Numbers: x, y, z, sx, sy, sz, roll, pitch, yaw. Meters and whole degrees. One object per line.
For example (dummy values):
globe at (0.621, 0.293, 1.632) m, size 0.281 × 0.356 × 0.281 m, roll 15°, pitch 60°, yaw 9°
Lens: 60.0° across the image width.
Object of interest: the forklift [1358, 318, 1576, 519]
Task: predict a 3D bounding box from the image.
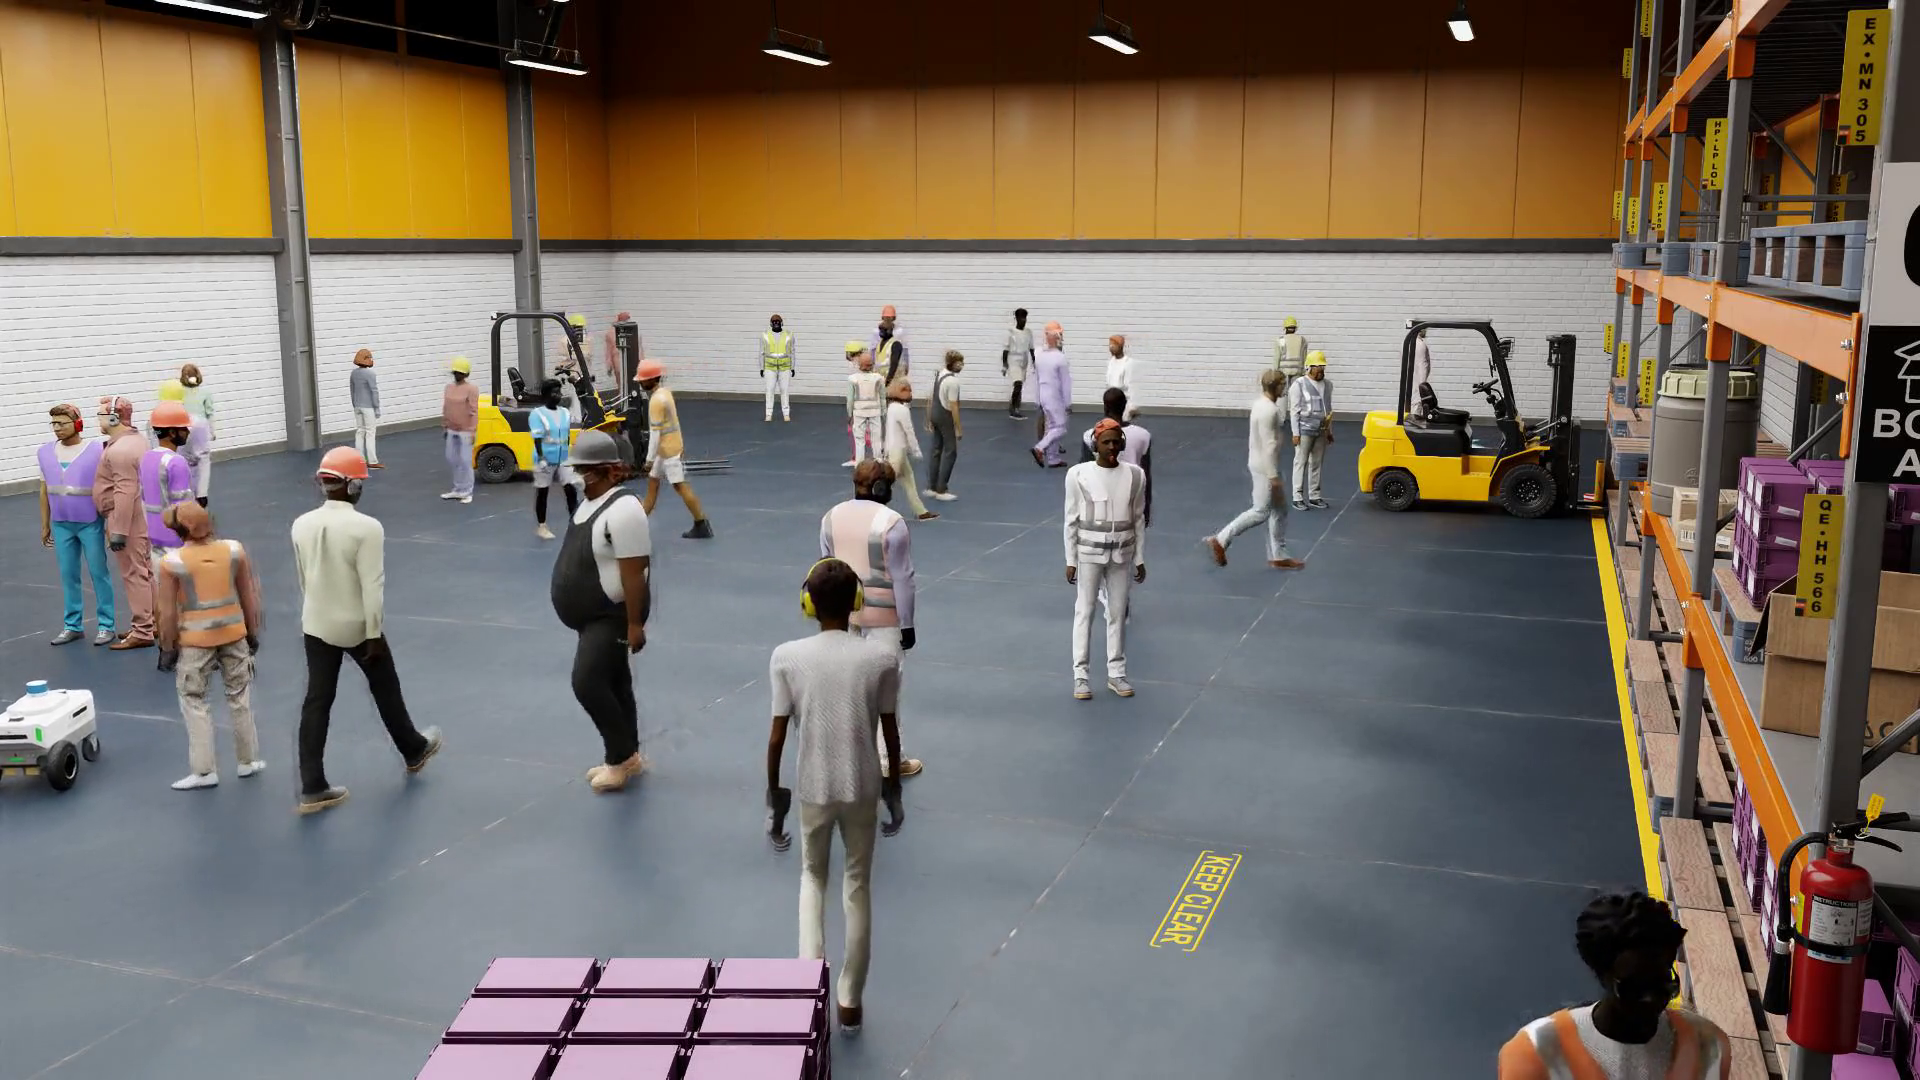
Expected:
forklift at (5.787, -1.437, 19.079) m, size 2.313 × 2.155 × 1.214 m, roll 3°, pitch 11°, yaw 19°

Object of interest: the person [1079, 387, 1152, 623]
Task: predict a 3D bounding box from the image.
person at (1.207, -0.304, 13.610) m, size 0.600 × 1.877 × 0.929 m, roll -4°, pitch 11°, yaw -22°

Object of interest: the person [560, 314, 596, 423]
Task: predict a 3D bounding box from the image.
person at (-6.374, -2.807, 27.586) m, size 0.667 × 1.910 × 0.610 m, roll 10°, pitch 14°, yaw 44°

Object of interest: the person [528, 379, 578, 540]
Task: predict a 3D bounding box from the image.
person at (-4.099, -0.800, 16.994) m, size 0.731 × 1.670 × 0.542 m, roll 9°, pitch 13°, yaw 41°

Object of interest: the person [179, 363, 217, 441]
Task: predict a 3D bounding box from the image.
person at (-9.152, -1.297, 19.865) m, size 0.512 × 1.618 × 0.401 m, roll -8°, pitch 13°, yaw -37°

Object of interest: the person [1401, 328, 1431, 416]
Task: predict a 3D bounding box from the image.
person at (6.952, -2.398, 25.318) m, size 0.402 × 1.905 × 0.673 m, roll -2°, pitch 10°, yaw -11°

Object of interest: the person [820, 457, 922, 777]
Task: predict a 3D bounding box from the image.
person at (-0.489, 0.445, 9.494) m, size 0.621 × 1.837 × 0.429 m, roll 8°, pitch 13°, yaw 37°

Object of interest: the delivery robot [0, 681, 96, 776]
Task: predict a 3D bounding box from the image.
delivery robot at (-5.224, 1.042, 9.449) m, size 0.477 × 0.478 × 0.707 m, roll 0°, pitch 9°, yaw -4°

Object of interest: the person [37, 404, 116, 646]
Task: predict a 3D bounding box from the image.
person at (-6.684, -0.119, 12.634) m, size 0.573 × 1.843 × 0.374 m, roll 0°, pitch 10°, yaw 2°

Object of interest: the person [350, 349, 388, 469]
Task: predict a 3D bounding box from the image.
person at (-8.049, -1.773, 22.550) m, size 0.499 × 1.634 × 0.285 m, roll 7°, pitch 12°, yaw 33°

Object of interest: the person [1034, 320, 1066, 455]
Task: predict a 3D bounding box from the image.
person at (1.335, -2.214, 24.166) m, size 0.545 × 1.942 × 0.354 m, roll -7°, pitch 12°, yaw -35°

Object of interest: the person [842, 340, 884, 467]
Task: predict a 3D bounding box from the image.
person at (-1.333, -1.846, 22.612) m, size 0.539 × 1.748 × 0.541 m, roll 2°, pitch 10°, yaw 11°

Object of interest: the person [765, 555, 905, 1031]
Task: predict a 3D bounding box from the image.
person at (-0.475, 0.984, 6.416) m, size 0.531 × 1.848 × 0.373 m, roll 0°, pitch 10°, yaw -2°

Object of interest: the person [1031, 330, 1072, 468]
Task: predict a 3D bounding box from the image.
person at (1.233, -1.887, 22.482) m, size 0.645 × 1.884 × 0.656 m, roll -6°, pitch 12°, yaw -32°

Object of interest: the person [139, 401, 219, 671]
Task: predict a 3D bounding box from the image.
person at (-5.554, -0.018, 11.813) m, size 0.551 × 1.935 × 0.371 m, roll 8°, pitch 13°, yaw 37°

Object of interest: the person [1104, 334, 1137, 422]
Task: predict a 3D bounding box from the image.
person at (2.180, -1.797, 22.037) m, size 0.517 × 1.868 × 0.580 m, roll -6°, pitch 12°, yaw -30°

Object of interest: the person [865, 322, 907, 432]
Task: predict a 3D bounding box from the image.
person at (-1.220, -2.621, 26.877) m, size 0.989 × 1.784 × 0.629 m, roll -8°, pitch 13°, yaw -37°

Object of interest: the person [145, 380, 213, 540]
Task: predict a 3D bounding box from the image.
person at (-6.811, -0.469, 14.526) m, size 0.605 × 1.874 × 0.886 m, roll 1°, pitch 10°, yaw 6°

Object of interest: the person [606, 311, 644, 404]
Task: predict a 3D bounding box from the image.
person at (-5.859, -3.050, 29.073) m, size 0.651 × 1.882 × 0.819 m, roll 1°, pitch 10°, yaw 5°

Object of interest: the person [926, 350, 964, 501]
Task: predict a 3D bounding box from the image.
person at (-0.200, -1.375, 19.858) m, size 0.349 × 1.811 × 0.694 m, roll -5°, pitch 11°, yaw -26°

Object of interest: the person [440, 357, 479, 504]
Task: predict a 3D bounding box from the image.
person at (-5.878, -1.284, 19.540) m, size 0.624 × 1.732 × 0.338 m, roll 6°, pitch 11°, yaw 29°

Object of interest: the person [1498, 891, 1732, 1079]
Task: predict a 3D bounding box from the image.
person at (1.410, 1.566, 3.621) m, size 0.543 × 1.682 × 0.499 m, roll 0°, pitch 10°, yaw -1°

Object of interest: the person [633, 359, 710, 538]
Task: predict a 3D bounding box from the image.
person at (-3.061, -0.926, 17.113) m, size 0.992 × 1.869 × 0.562 m, roll -1°, pitch 10°, yaw -6°

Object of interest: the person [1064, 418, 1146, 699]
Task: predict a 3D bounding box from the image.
person at (0.976, 0.126, 11.160) m, size 0.573 × 1.883 × 0.356 m, roll -2°, pitch 10°, yaw -14°

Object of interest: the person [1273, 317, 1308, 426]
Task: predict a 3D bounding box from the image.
person at (5.535, -2.833, 27.962) m, size 0.601 × 1.830 × 0.403 m, roll -2°, pitch 10°, yaw -10°

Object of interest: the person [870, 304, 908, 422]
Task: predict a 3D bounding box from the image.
person at (-1.219, -3.013, 28.442) m, size 0.625 × 2.022 × 0.451 m, roll 3°, pitch 10°, yaw 14°

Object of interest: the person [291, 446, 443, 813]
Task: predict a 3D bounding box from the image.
person at (-3.325, 0.453, 9.155) m, size 0.638 × 1.931 × 1.039 m, roll 3°, pitch 11°, yaw 18°

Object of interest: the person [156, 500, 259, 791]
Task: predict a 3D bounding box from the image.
person at (-4.209, 0.582, 9.345) m, size 0.323 × 1.620 × 0.567 m, roll 9°, pitch 14°, yaw 42°

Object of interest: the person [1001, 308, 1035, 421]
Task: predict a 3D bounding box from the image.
person at (1.088, -3.036, 28.795) m, size 0.631 × 1.930 × 0.832 m, roll -8°, pitch 13°, yaw -39°

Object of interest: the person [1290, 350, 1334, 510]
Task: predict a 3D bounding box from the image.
person at (4.057, -1.261, 19.106) m, size 0.588 × 1.834 × 0.403 m, roll -6°, pitch 12°, yaw -29°

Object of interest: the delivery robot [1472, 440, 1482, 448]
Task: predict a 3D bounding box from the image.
delivery robot at (6.514, -1.032, 21.150) m, size 0.707 × 0.478 × 0.477 m, roll -8°, pitch 13°, yaw -37°

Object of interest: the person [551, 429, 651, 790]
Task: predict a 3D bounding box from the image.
person at (-2.004, 0.383, 9.265) m, size 0.540 × 2.000 × 0.707 m, roll -6°, pitch 11°, yaw -28°

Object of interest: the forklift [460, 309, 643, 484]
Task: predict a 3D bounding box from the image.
forklift at (-5.354, -1.902, 21.697) m, size 2.313 × 2.155 × 1.214 m, roll -2°, pitch 10°, yaw -13°

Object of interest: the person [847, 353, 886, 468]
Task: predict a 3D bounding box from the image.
person at (-1.208, -1.593, 21.521) m, size 0.517 × 1.639 × 0.314 m, roll -2°, pitch 10°, yaw -9°

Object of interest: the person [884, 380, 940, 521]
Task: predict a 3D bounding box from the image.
person at (-0.652, -0.949, 18.054) m, size 0.882 × 1.583 × 0.504 m, roll -3°, pitch 10°, yaw -16°

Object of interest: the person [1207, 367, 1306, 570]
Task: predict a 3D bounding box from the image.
person at (2.780, -0.653, 15.466) m, size 0.840 × 1.912 × 0.631 m, roll 2°, pitch 10°, yaw 14°

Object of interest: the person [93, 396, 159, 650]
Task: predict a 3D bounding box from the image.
person at (-6.296, -0.132, 12.540) m, size 0.407 × 1.910 × 0.639 m, roll -3°, pitch 10°, yaw -15°

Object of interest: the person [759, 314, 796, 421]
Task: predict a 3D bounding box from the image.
person at (-3.147, -2.960, 28.651) m, size 0.633 × 1.842 × 0.429 m, roll -1°, pitch 10°, yaw -8°
